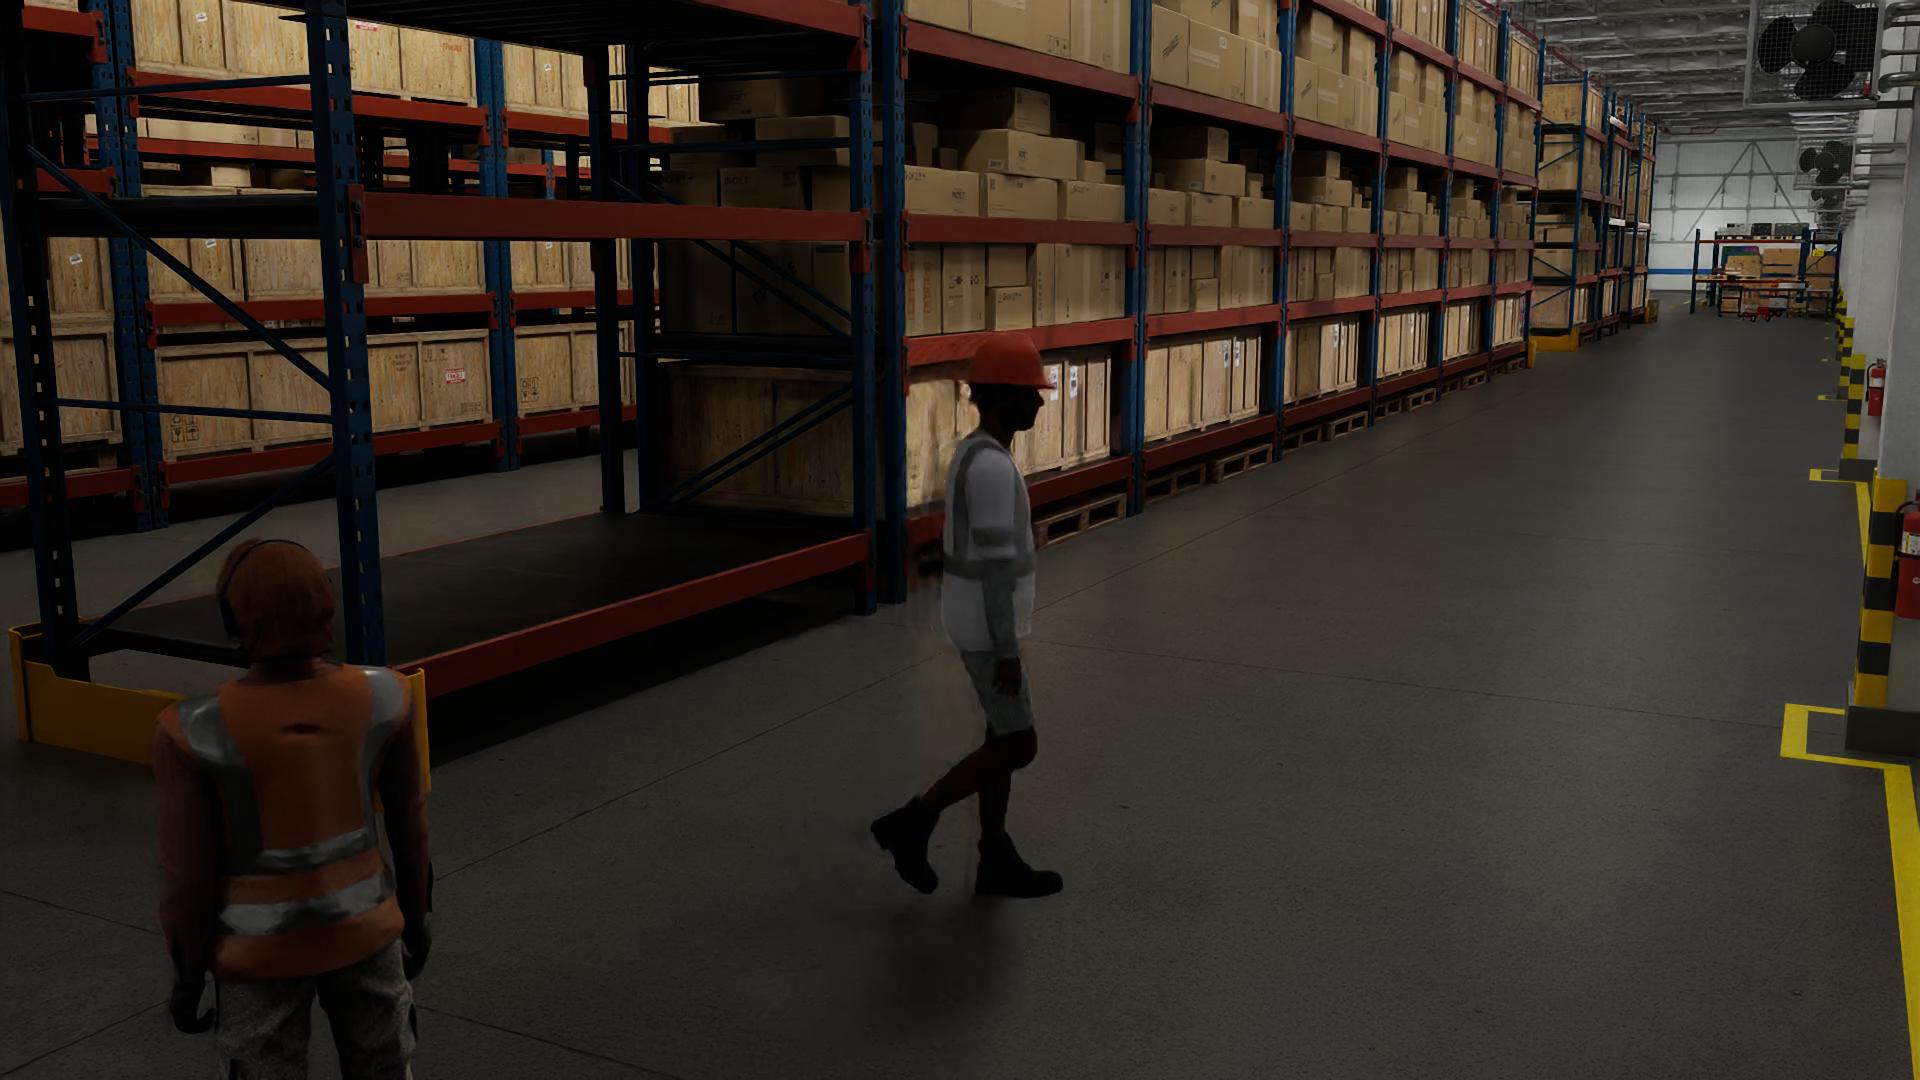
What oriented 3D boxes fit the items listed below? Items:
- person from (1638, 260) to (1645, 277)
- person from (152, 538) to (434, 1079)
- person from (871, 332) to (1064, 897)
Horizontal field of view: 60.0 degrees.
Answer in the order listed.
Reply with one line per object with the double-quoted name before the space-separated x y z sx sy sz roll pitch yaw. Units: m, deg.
"person" 33.718 -12.975 82.187 0.352 1.937 0.635 5 11 27
"person" -1.280 0.809 3.262 0.523 1.636 0.310 -8 13 -39
"person" 0.049 0.278 5.502 0.556 1.923 0.567 -1 10 -3
